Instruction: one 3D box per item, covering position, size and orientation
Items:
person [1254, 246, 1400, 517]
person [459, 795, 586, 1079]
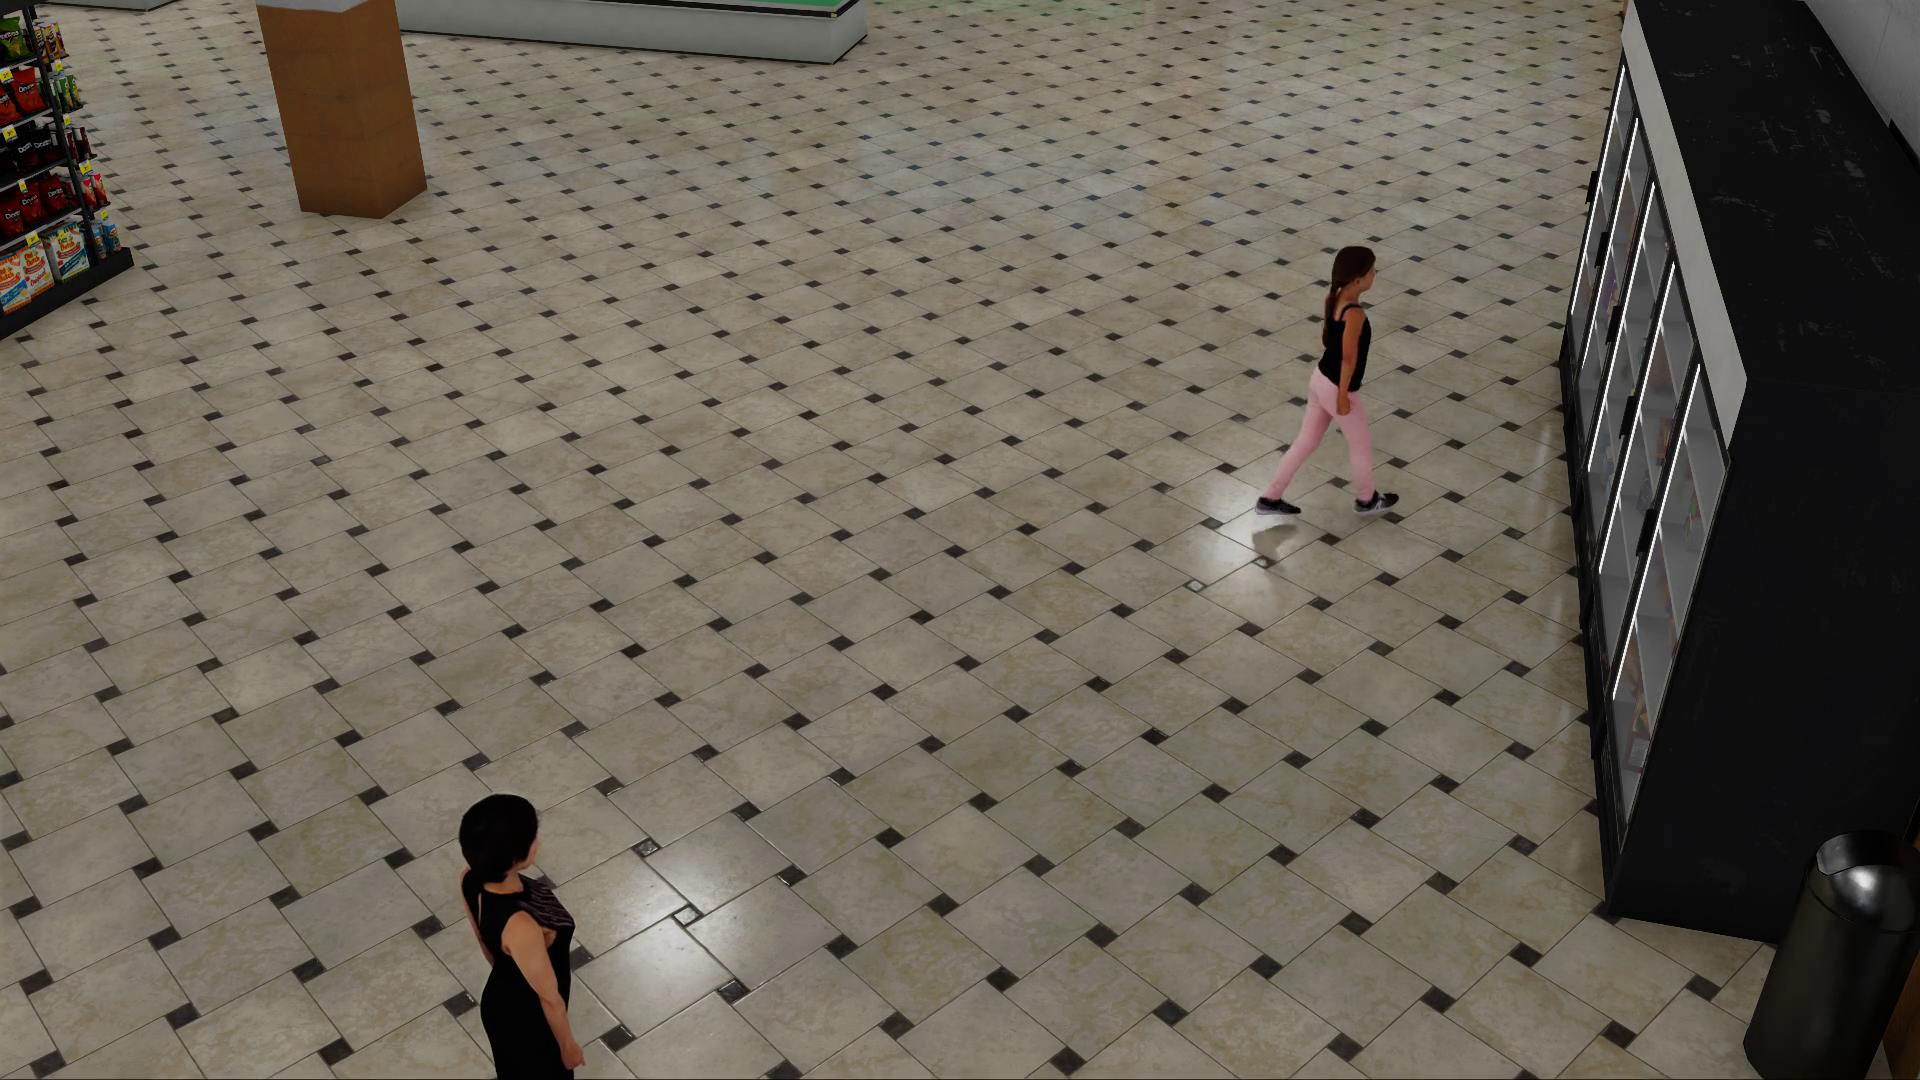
[{"bbox_3d":[1.858,-0.750,8.521,1.088,1.525,0.876,-8,33,-12],"label":"person"},{"bbox_3d":[-1.293,1.421,4.954,0.719,1.608,0.619,-25,40,-34],"label":"person"}]
